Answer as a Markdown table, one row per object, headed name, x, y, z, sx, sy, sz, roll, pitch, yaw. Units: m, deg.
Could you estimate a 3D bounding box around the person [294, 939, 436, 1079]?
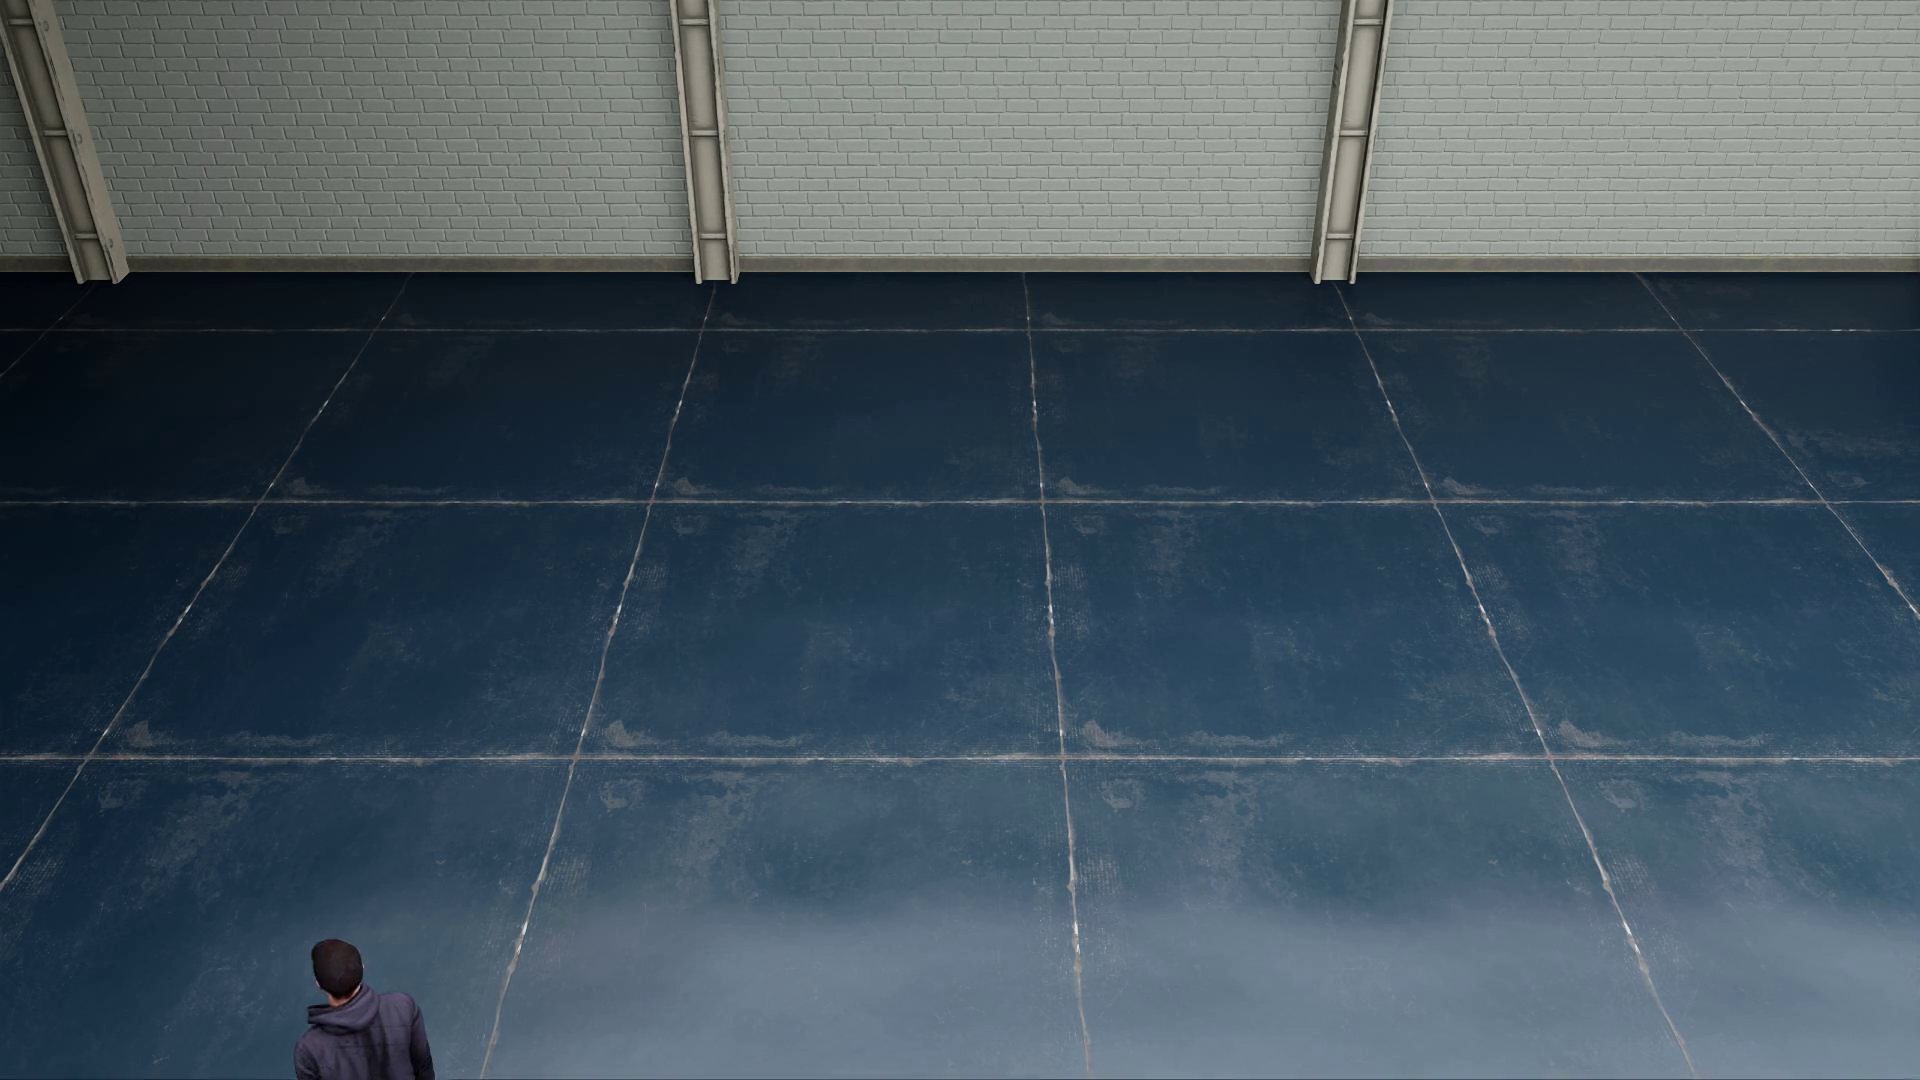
| name | x | y | z | sx | sy | sz | roll | pitch | yaw |
| --- | --- | --- | --- | --- | --- | --- | --- | --- | --- |
| person | -2.357 | 2.434 | 6.826 | 1.088 | 1.874 | 1.115 | -24 | 40 | -32 |
